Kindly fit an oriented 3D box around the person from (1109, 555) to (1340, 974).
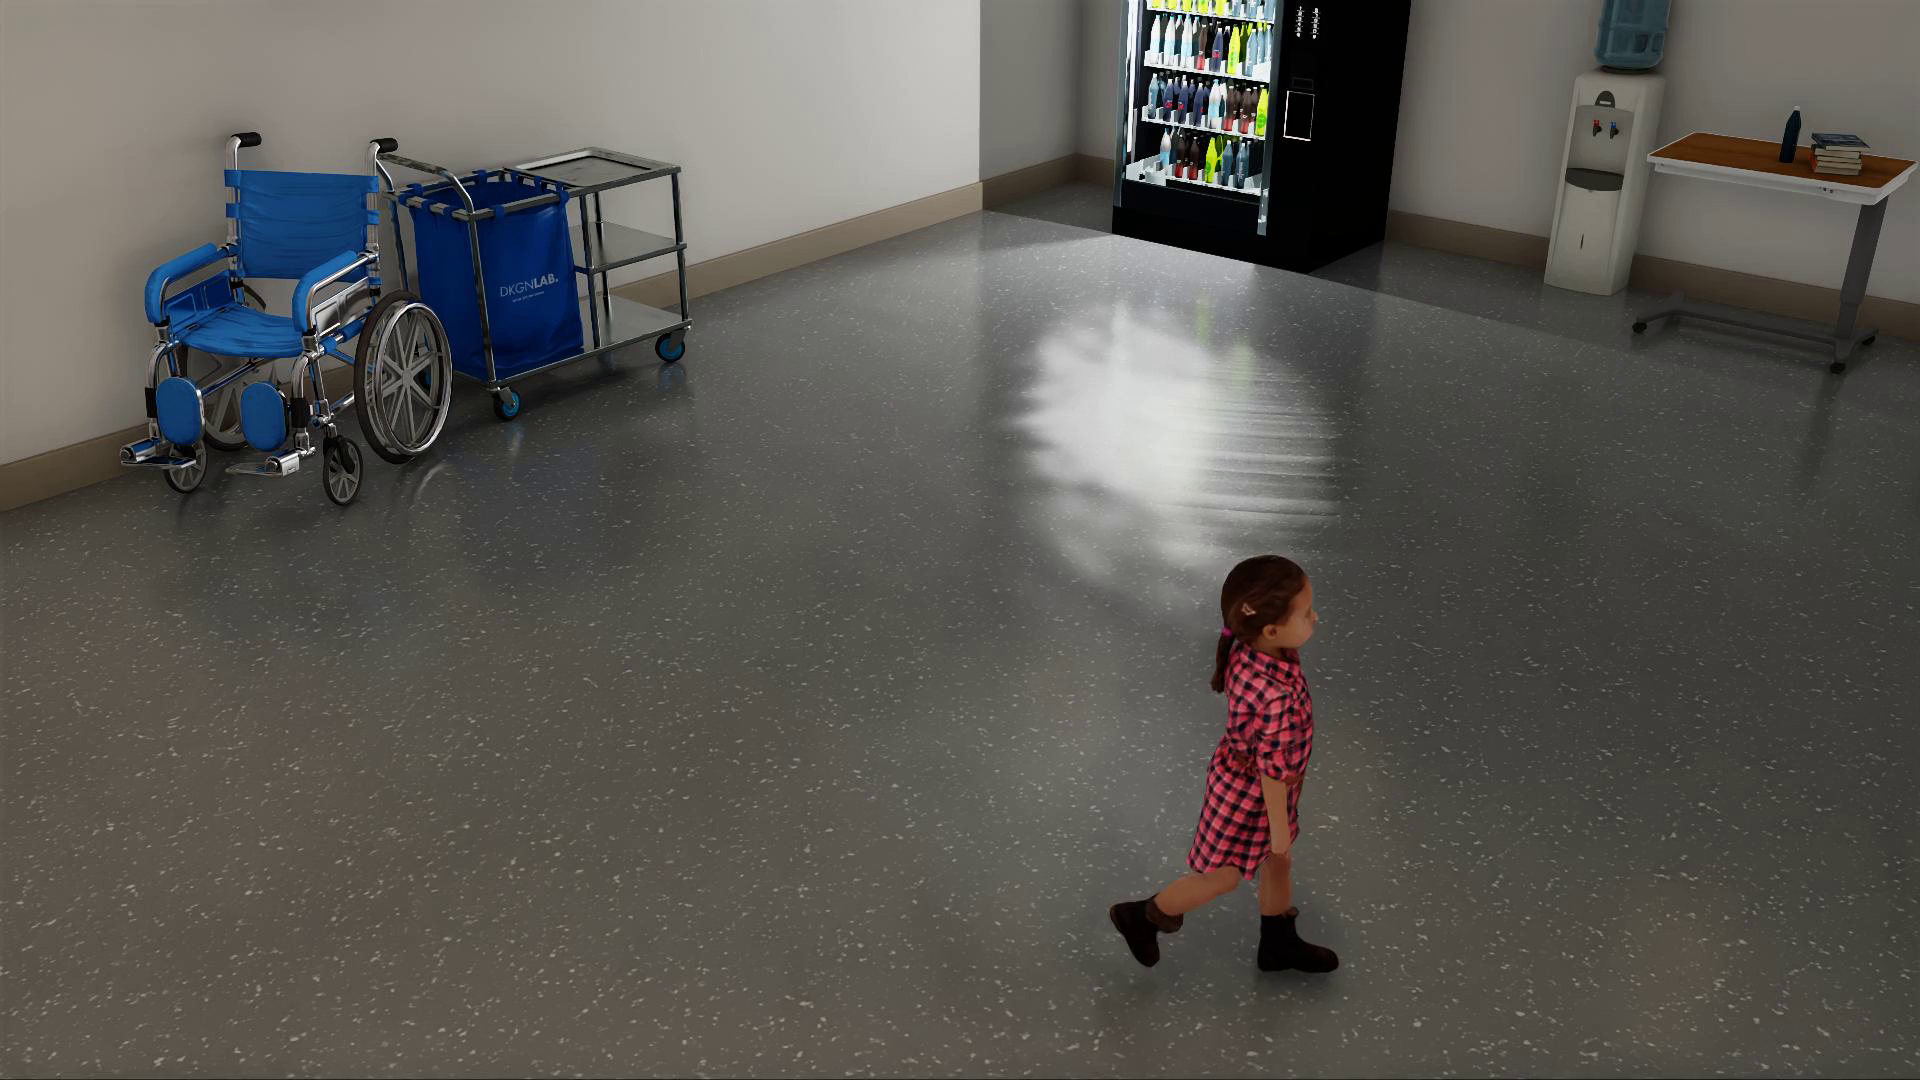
[{"bbox_3d":[0.567,0.504,3.449,0.776,1.011,0.669,1,26,2],"label":"person"}]
